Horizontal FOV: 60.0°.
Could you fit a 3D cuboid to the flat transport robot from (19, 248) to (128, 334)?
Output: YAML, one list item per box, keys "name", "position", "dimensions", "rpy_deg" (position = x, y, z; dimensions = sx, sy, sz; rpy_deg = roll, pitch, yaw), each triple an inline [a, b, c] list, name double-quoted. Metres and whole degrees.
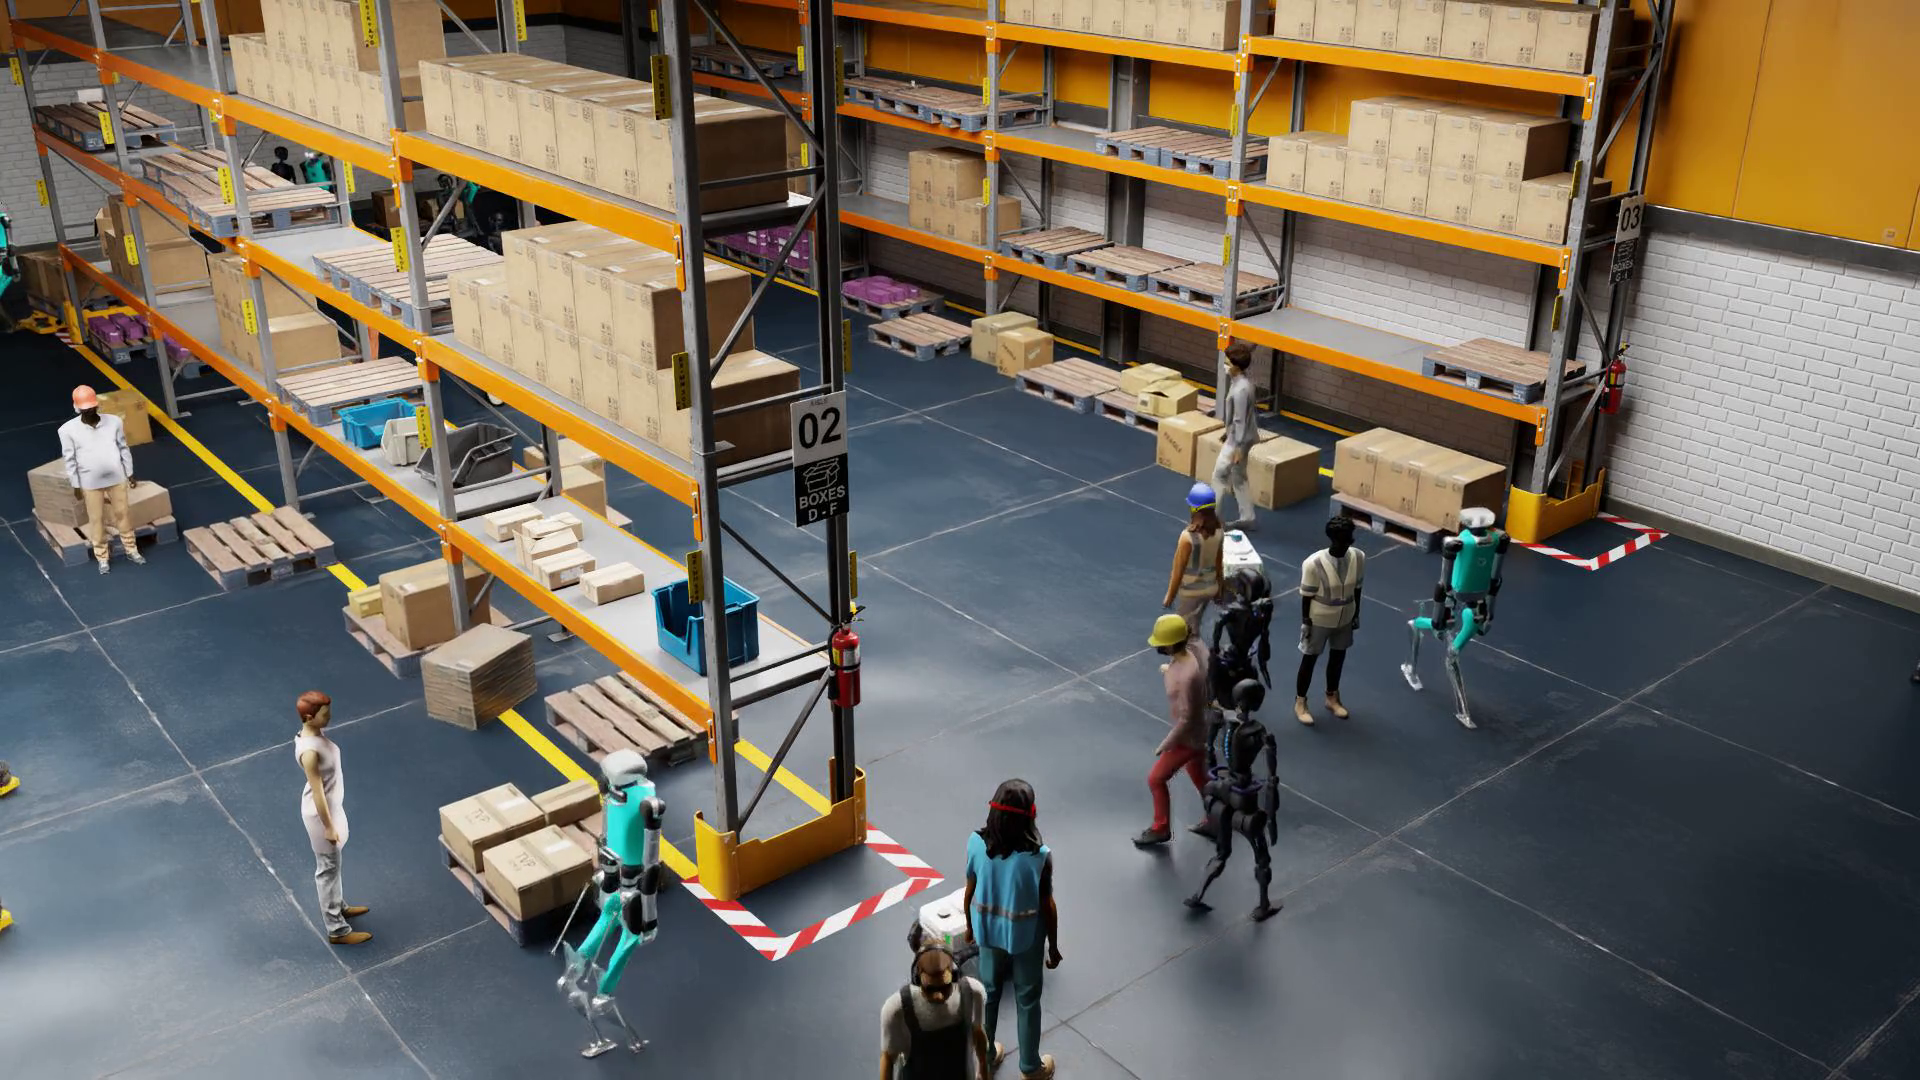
- name: "flat transport robot"
  position: [-12.058, -3.119, 22.867]
  dimensions: [0.659, 0.231, 1.431]
  rpy_deg: [19, 30, 37]

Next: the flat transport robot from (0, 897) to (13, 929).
- name: "flat transport robot"
  position: [-6.661, 2.280, 10.364]
  dimensions: [1.431, 0.231, 0.659]
  rpy_deg: [13, 26, 27]

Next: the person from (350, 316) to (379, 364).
- name: "person"
  position: [-7.180, -2.723, 20.072]
  dimensions: [0.497, 1.759, 0.333]
  rpy_deg: [14, 27, 30]

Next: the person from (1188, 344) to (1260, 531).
- name: "person"
  position: [2.587, -0.962, 15.845]
  dimensions: [0.662, 1.869, 0.557]
  rpy_deg: [8, 25, 18]

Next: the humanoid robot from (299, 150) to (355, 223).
- name: "humanoid robot"
  position: [-9.847, -5.294, 26.089]
  dimensions: [0.536, 1.709, 1.073]
  rpy_deg: [6, 24, 14]

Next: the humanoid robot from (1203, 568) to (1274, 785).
- name: "humanoid robot"
  position: [1.959, 0.927, 11.768]
  dimensions: [0.584, 1.627, 0.742]
  rpy_deg: [-16, 28, -32]

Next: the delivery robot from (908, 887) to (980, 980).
- name: "delivery robot"
  position: [0.101, 2.301, 9.972]
  dimensions: [0.807, 0.609, 0.499]
  rpy_deg: [-15, 27, -31]

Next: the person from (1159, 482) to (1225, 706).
- name: "person"
  position: [1.866, 0.415, 12.812]
  dimensions: [0.471, 1.747, 0.824]
  rpy_deg: [-19, 30, -37]

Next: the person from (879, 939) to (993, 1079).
- name: "person"
  position: [-0.093, 2.578, 7.769]
  dimensions: [0.578, 1.783, 0.989]
  rpy_deg: [-6, 24, -13]

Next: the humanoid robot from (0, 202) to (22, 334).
- name: "humanoid robot"
  position: [-12.813, -3.562, 22.024]
  dimensions: [0.543, 1.775, 0.697]
  rpy_deg: [12, 26, 26]

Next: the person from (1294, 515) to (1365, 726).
- name: "person"
  position: [2.773, 0.589, 12.488]
  dimensions: [0.535, 1.691, 0.319]
  rpy_deg: [-8, 25, -19]

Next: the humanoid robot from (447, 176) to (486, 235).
- name: "humanoid robot"
  position: [-8.347, -5.938, 27.564]
  dimensions: [0.938, 1.774, 0.539]
  rpy_deg: [13, 26, 27]

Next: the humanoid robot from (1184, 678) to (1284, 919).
- name: "humanoid robot"
  position: [1.703, 1.595, 10.234]
  dimensions: [0.558, 1.639, 0.608]
  rpy_deg: [-19, 30, -37]

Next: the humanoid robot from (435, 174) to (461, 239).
- name: "humanoid robot"
  position: [-7.541, -4.573, 24.527]
  dimensions: [0.780, 1.621, 0.610]
  rpy_deg: [-18, 29, -35]

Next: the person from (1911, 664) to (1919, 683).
- name: "person"
  position: [7.811, 0.263, 12.954]
  dimensions: [0.547, 1.924, 0.387]
  rpy_deg: [13, 27, 28]

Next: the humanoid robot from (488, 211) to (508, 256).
- name: "humanoid robot"
  position: [-6.025, -3.559, 22.104]
  dimensions: [0.439, 1.641, 0.601]
  rpy_deg: [6, 24, 13]

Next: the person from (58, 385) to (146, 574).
- name: "person"
  position: [-7.777, -0.567, 15.083]
  dimensions: [0.564, 1.751, 0.329]
  rpy_deg: [-20, 30, -38]

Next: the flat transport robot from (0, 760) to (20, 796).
- name: "flat transport robot"
  position: [-7.448, 1.684, 11.744]
  dimensions: [1.431, 0.231, 0.659]
  rpy_deg: [9, 25, 20]

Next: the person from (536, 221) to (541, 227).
- name: "person"
  position: [-5.160, -2.988, 20.499]
  dimensions: [0.410, 1.909, 0.639]
  rpy_deg: [14, 27, 30]

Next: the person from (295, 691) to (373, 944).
- name: "person"
  position: [-3.814, 1.659, 10.045]
  dimensions: [0.285, 1.657, 0.447]
  rpy_deg: [-8, 25, -17]

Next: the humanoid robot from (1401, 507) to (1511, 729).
- name: "humanoid robot"
  position: [3.709, 0.486, 12.739]
  dimensions: [0.532, 1.782, 1.010]
  rpy_deg: [-6, 24, -15]

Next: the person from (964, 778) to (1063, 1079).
- name: "person"
  position: [0.267, 2.098, 8.770]
  dimensions: [0.541, 1.865, 0.375]
  rpy_deg: [10, 25, 21]

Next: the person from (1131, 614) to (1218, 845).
- name: "person"
  position: [1.449, 1.270, 10.882]
  dimensions: [0.746, 1.709, 0.539]
  rpy_deg: [1, 23, 3]

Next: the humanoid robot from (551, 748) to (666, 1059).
- name: "humanoid robot"
  position: [-1.970, 2.061, 9.045]
  dimensions: [0.819, 1.796, 0.566]
  rpy_deg: [-20, 30, -39]

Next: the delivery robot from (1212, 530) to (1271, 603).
- name: "delivery robot"
  position: [2.449, 0.215, 14.794]
  dimensions: [0.499, 0.602, 0.801]
  rpy_deg: [-2, 23, -5]

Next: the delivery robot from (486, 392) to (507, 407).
- name: "delivery robot"
  position: [-5.190, -1.889, 19.630]
  dimensions: [0.738, 0.573, 0.511]
  rpy_deg: [2, 23, 5]

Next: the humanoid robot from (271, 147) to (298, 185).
- name: "humanoid robot"
  position: [-10.699, -5.444, 26.503]
  dimensions: [0.599, 1.629, 0.726]
  rpy_deg: [12, 26, 26]
